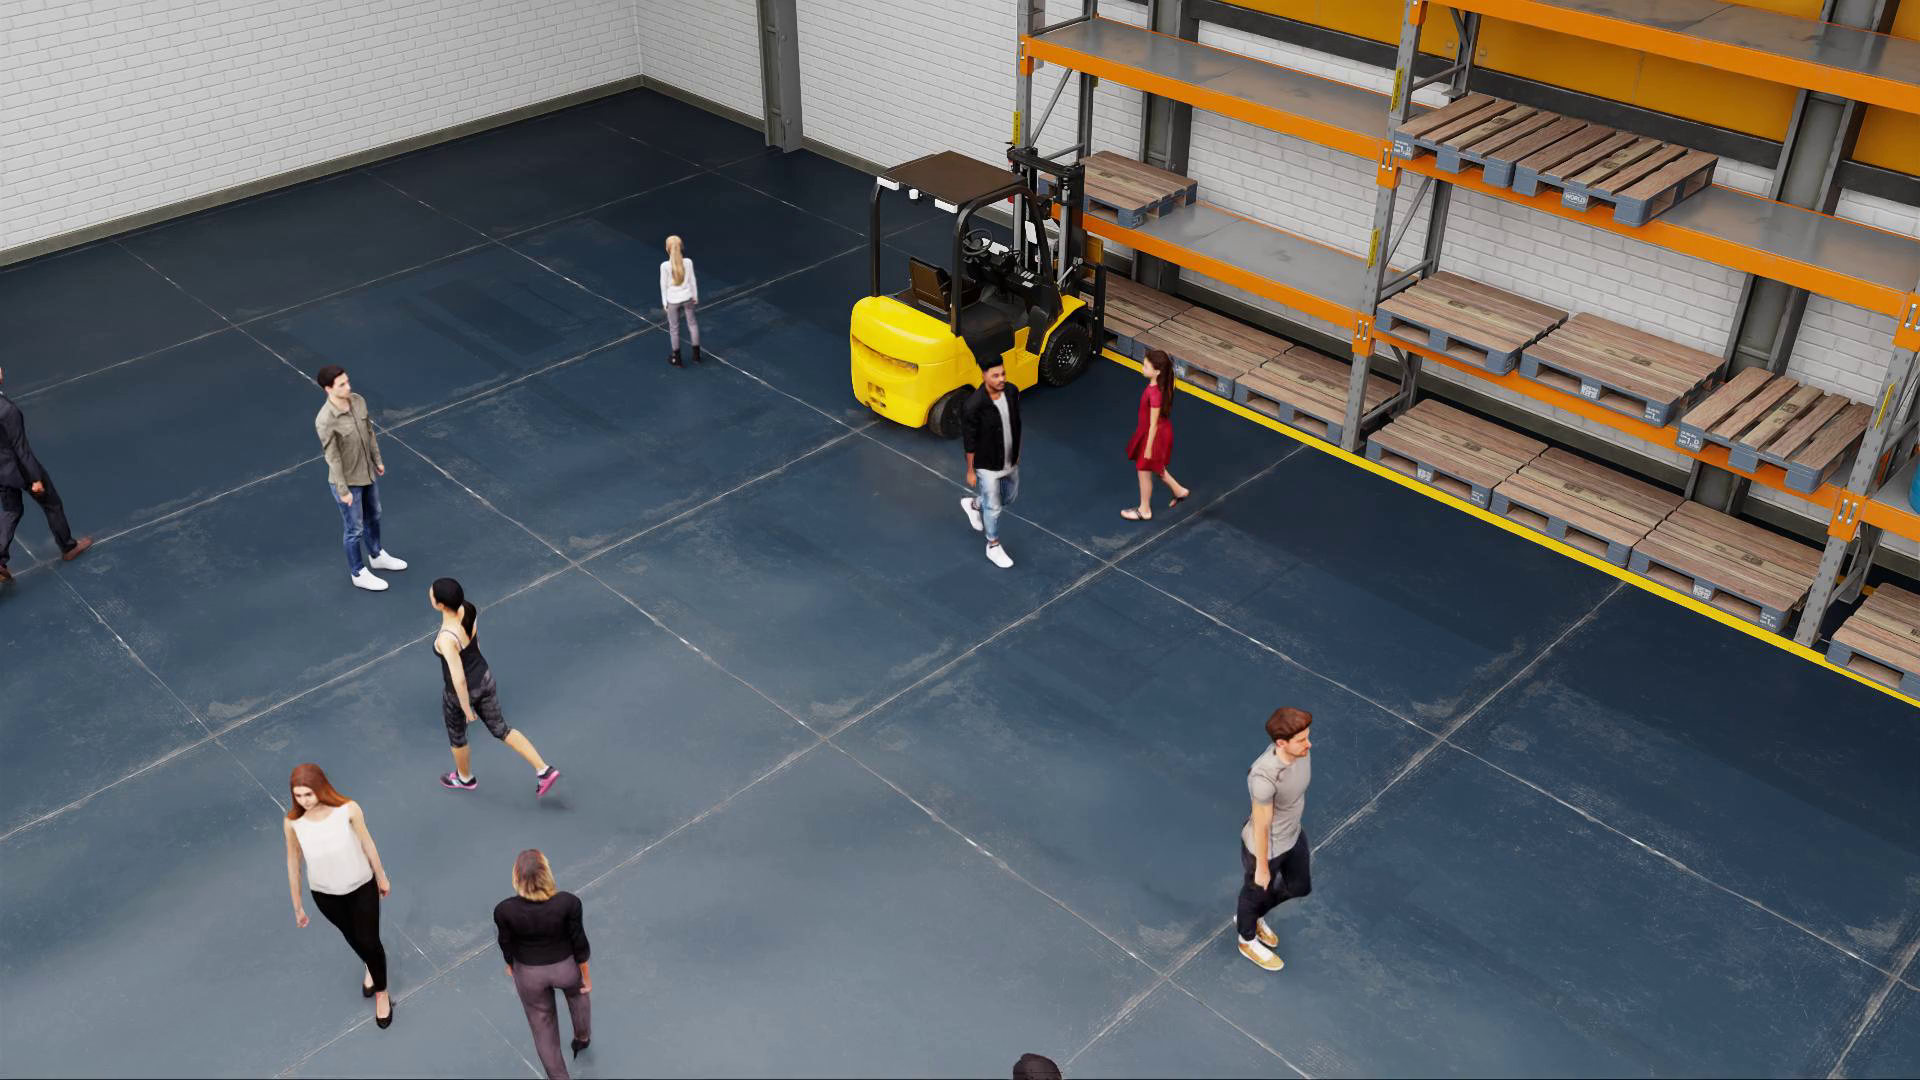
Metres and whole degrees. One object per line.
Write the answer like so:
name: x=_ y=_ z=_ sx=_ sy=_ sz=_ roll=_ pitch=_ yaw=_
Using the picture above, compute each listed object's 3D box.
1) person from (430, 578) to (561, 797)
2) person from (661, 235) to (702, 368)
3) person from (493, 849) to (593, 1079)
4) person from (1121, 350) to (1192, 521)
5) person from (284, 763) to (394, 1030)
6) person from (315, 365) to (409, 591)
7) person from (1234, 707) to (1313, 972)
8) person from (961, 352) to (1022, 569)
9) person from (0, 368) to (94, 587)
person: x=-2.994 y=0.968 z=10.490 sx=1.166 sy=1.695 sz=0.922 roll=9 pitch=35 yaw=14
person: x=-2.647 y=-2.264 z=15.734 sx=0.558 sy=1.273 sz=0.571 roll=-14 pitch=36 yaw=-20
person: x=-2.094 y=2.306 z=8.515 sx=0.774 sy=1.654 sz=0.862 roll=-10 pitch=35 yaw=-15
person: x=1.624 y=-0.831 z=13.338 sx=0.887 sy=1.539 sz=0.779 roll=6 pitch=34 yaw=9
person: x=-3.390 y=1.840 z=9.166 sx=0.843 sy=1.708 sz=0.917 roll=-5 pitch=34 yaw=-7
person: x=-4.583 y=-0.490 z=12.533 sx=0.756 sy=1.862 sz=0.773 roll=9 pitch=35 yaw=13
person: x=1.680 y=1.635 z=9.313 sx=0.651 sy=1.888 sz=0.689 roll=25 pitch=41 yaw=33
person: x=0.210 y=-0.675 z=12.876 sx=0.737 sy=1.791 sz=0.947 roll=-25 pitch=41 yaw=-32
person: x=-7.208 y=-0.499 z=12.563 sx=1.135 sy=1.844 sz=1.060 roll=8 pitch=35 yaw=12
